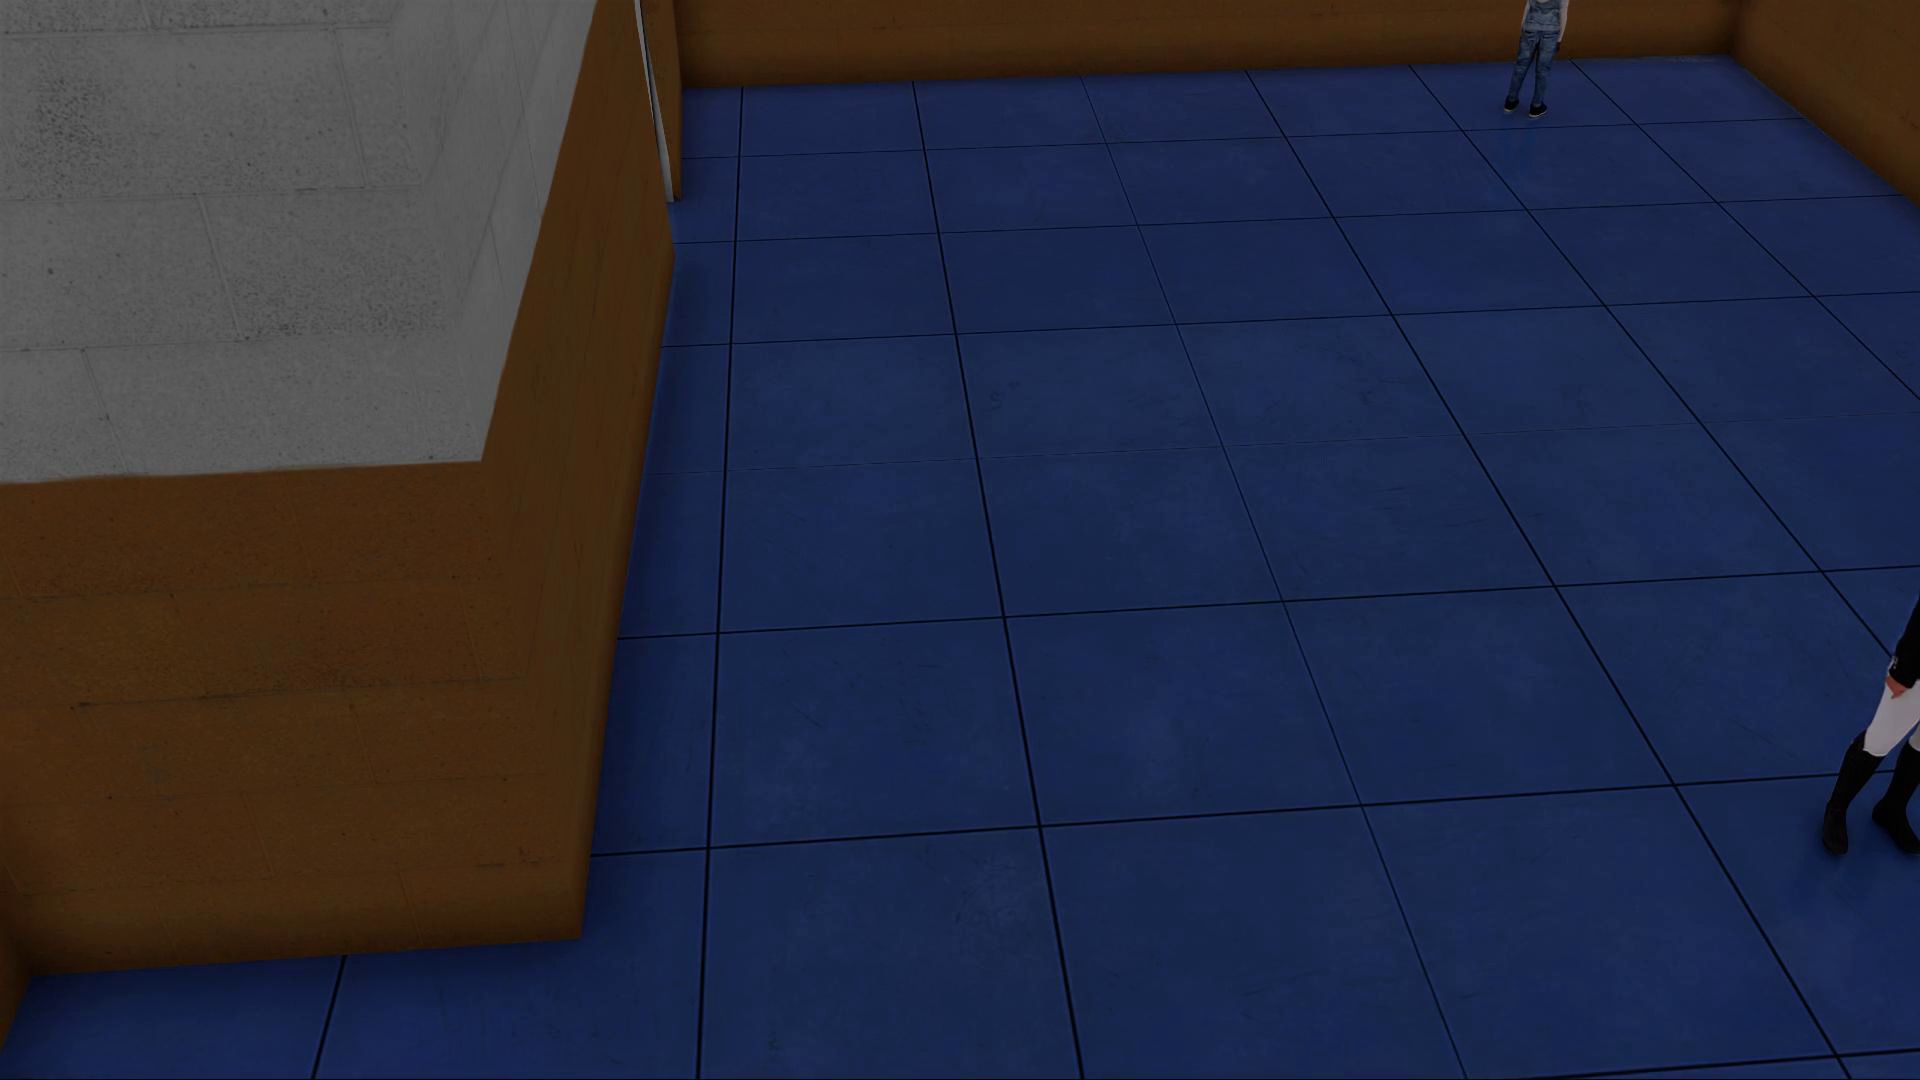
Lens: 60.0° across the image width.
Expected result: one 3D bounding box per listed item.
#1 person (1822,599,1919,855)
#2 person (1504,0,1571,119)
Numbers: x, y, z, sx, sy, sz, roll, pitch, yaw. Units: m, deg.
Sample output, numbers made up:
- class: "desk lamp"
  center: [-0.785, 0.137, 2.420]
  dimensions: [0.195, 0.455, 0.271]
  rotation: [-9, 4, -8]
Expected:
- class: "person"
  center: [3.653, 0.489, 6.171]
  dimensions: [0.500, 1.729, 0.647]
  rotation: [0, 37, 0]
- class: "person"
  center: [4.269, -3.753, 12.229]
  dimensions: [0.552, 1.258, 0.617]
  rotation: [24, 43, 28]
